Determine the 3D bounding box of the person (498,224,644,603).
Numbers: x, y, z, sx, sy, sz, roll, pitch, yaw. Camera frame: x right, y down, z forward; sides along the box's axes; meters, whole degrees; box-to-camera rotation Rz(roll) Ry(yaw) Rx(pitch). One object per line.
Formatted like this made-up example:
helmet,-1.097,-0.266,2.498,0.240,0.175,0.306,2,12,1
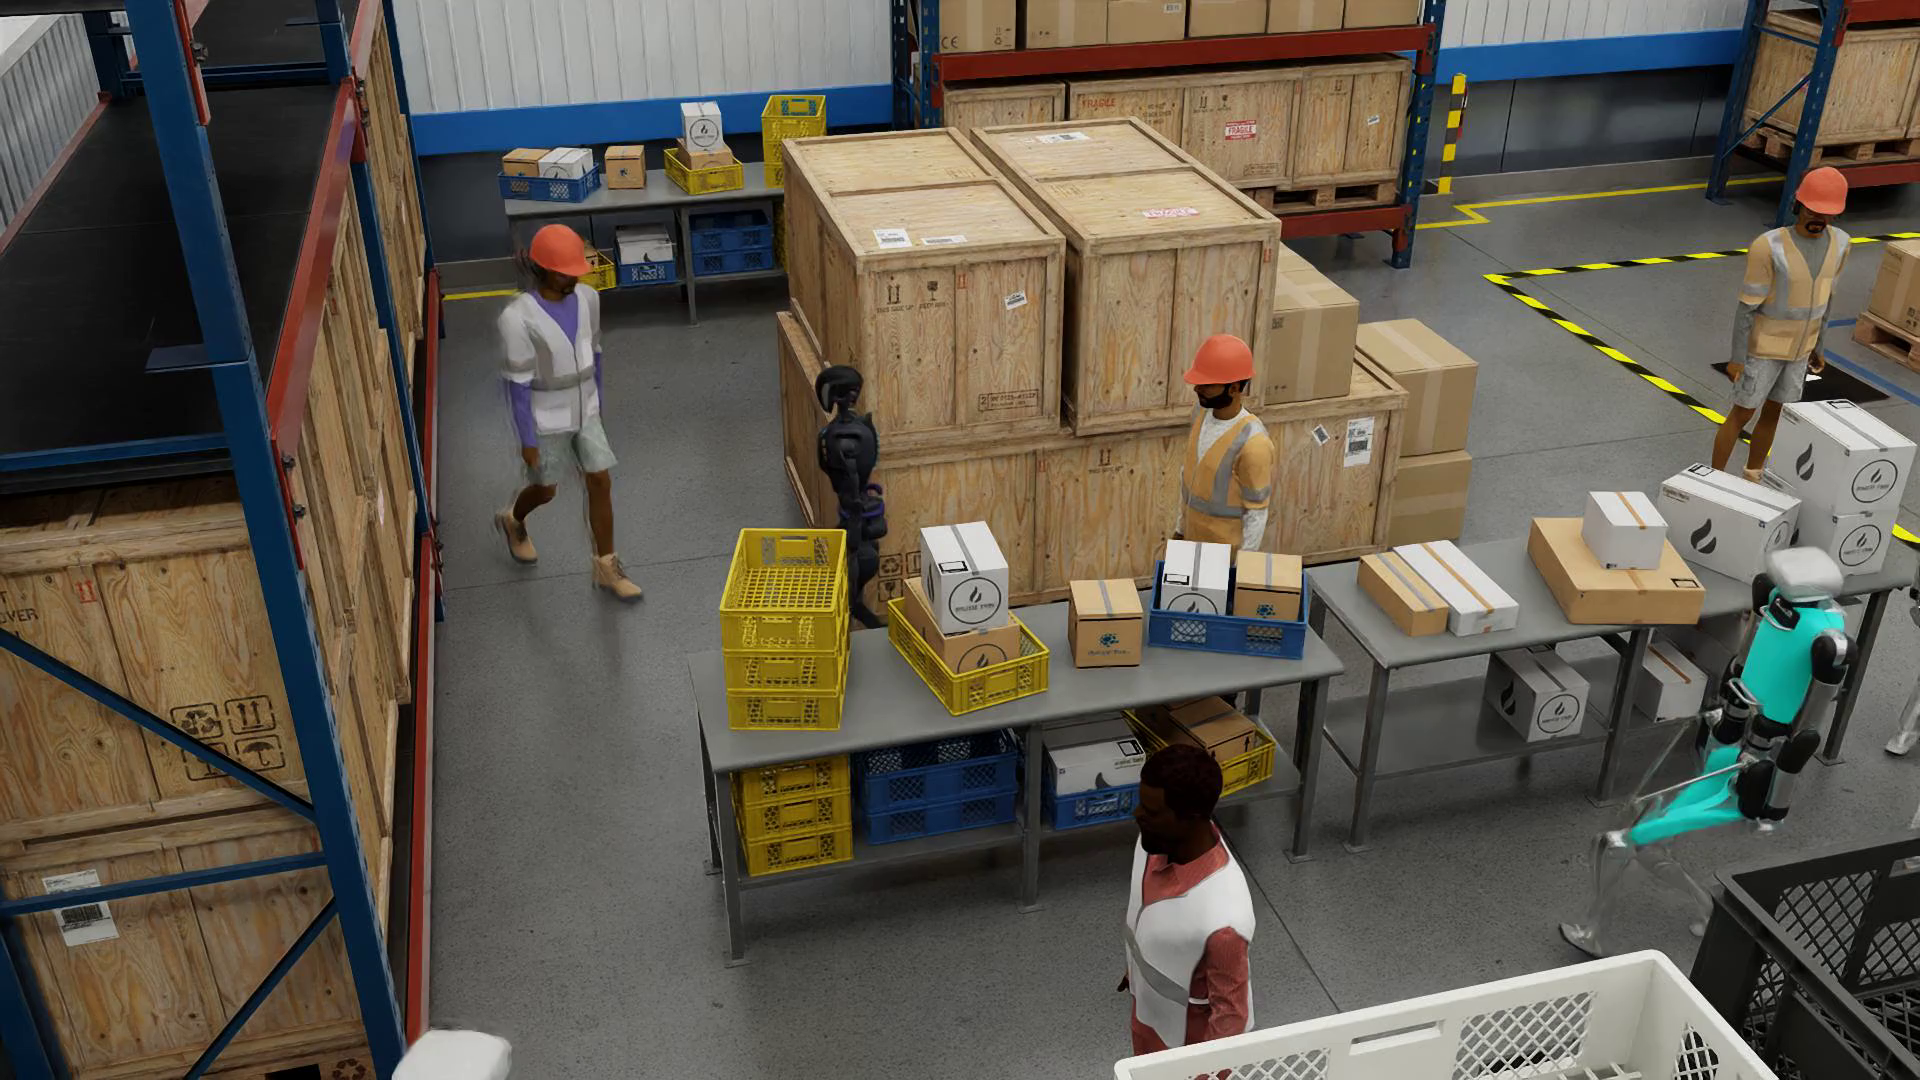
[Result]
person,-2.083,-0.674,8.541,0.923,2.009,0.624,22,36,34

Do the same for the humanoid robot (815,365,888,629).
humanoid robot,-0.488,-0.043,7.765,0.566,1.629,0.616,-3,29,-6

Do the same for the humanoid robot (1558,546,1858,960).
humanoid robot,2.628,0.847,6.097,0.997,1.780,0.532,-2,29,-3

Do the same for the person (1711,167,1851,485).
person,4.557,-1.067,9.219,0.614,2.039,0.375,-8,30,-14

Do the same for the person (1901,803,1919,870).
person,4.034,0.638,6.328,0.429,1.843,0.624,-20,35,-32

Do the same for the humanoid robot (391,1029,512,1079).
humanoid robot,-1.113,1.821,4.284,0.535,1.789,0.708,1,29,2

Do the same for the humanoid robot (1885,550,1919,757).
humanoid robot,4.422,0.224,7.176,0.530,1.770,0.736,23,36,35

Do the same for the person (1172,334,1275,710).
person,1.113,-0.002,7.391,0.355,1.936,0.550,-13,31,-22

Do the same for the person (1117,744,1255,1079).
person,0.648,1.394,4.878,0.371,1.916,0.595,-7,30,-13
